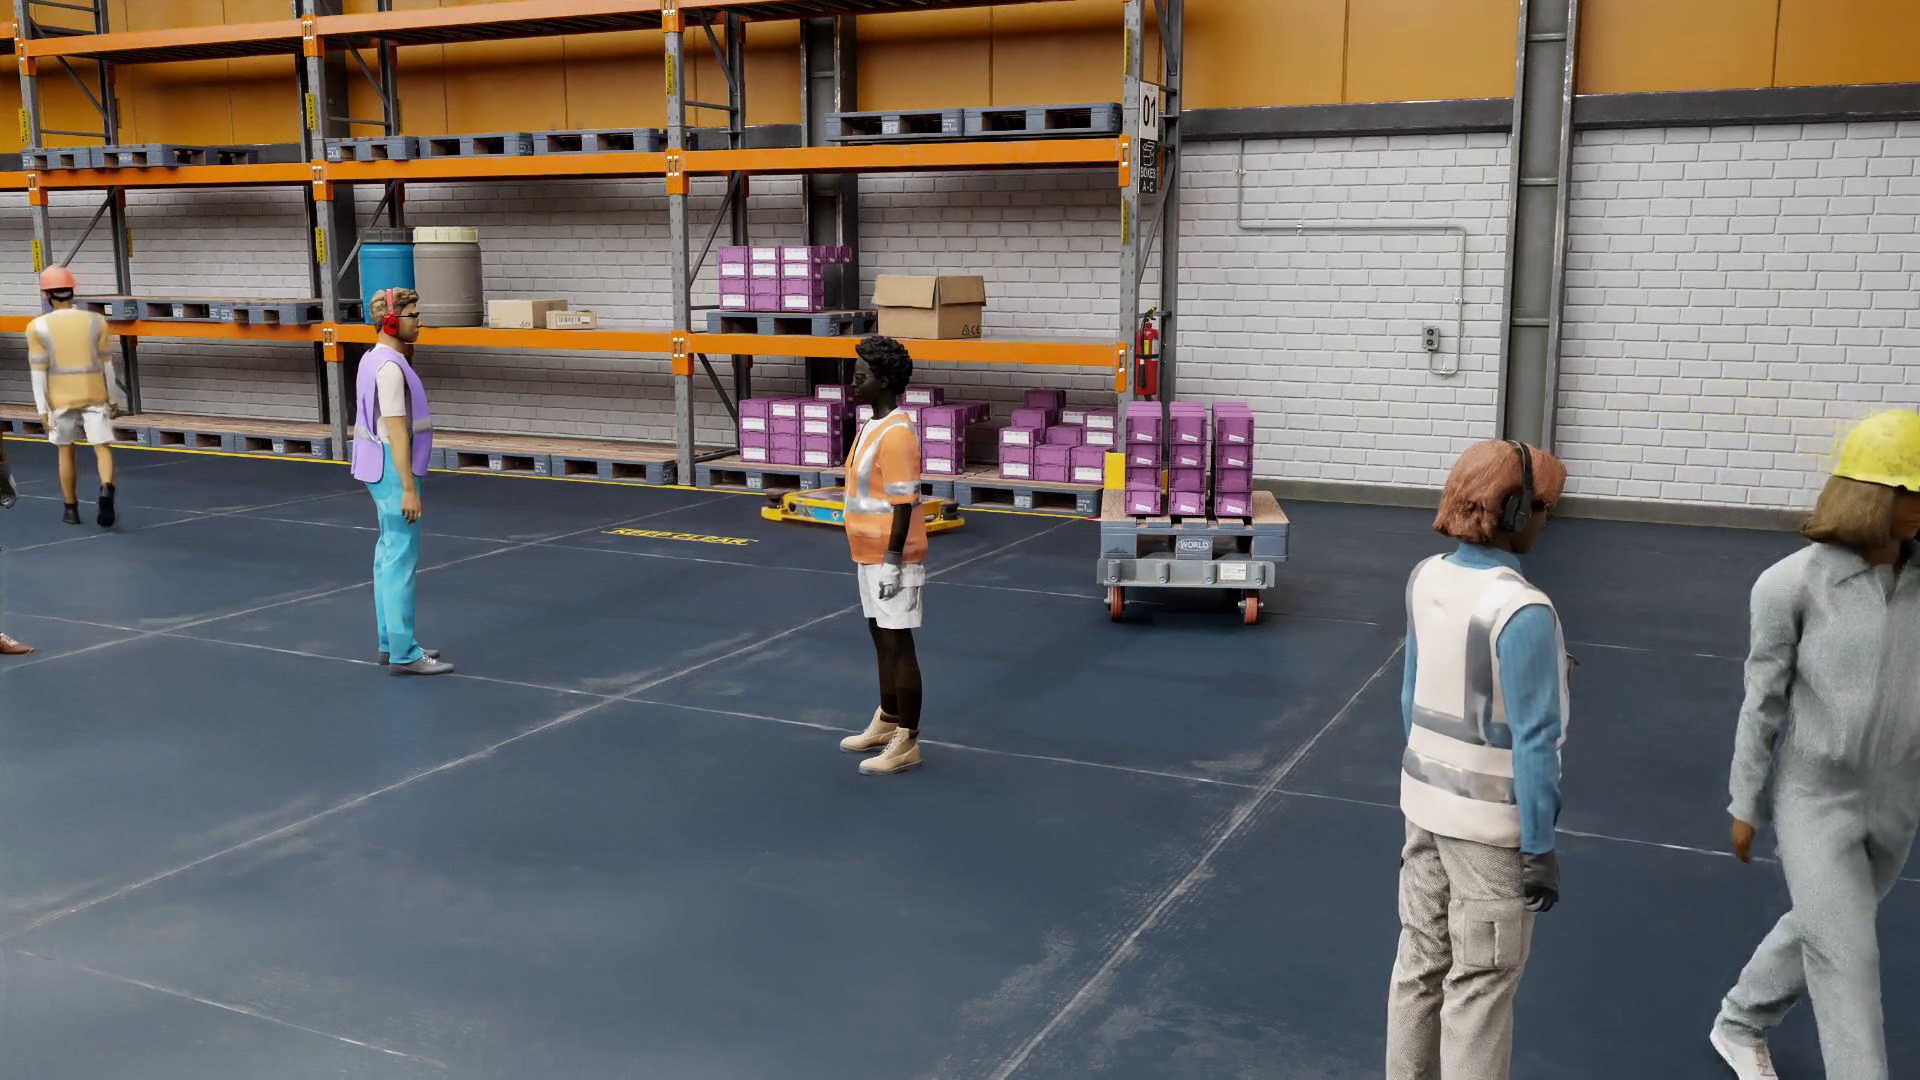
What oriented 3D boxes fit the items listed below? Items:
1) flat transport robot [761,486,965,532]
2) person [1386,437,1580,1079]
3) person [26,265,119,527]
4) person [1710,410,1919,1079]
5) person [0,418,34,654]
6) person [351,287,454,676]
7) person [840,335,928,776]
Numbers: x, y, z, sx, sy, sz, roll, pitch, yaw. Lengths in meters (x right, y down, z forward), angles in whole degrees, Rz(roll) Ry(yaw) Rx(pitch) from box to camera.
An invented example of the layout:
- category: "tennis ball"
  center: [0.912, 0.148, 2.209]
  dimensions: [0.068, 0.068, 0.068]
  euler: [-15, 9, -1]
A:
- category: "flat transport robot"
  center: [-0.722, -0.225, 12.163]
  dimensions: [1.431, 0.197, 0.652]
  euler: [8, 13, 38]
- category: "person"
  center: [1.092, 0.602, 3.516]
  dimensions: [0.310, 1.640, 0.514]
  euler: [-2, 10, -13]
- category: "person"
  center: [-6.414, -1.031, 12.071]
  dimensions: [0.578, 1.915, 0.801]
  euler: [-6, 12, -31]
- category: "person"
  center: [1.940, 0.554, 3.625]
  dimensions: [0.506, 1.696, 0.911]
  euler: [-1, 10, -8]
- category: "person"
  center: [-4.824, -0.308, 8.110]
  dimensions: [0.352, 1.862, 0.515]
  euler: [2, 10, 9]
- category: "person"
  center: [-2.696, -0.276, 7.943]
  dimensions: [0.390, 1.847, 0.563]
  euler: [-5, 11, -26]
- category: "person"
  center: [-0.296, 0.057, 6.471]
  dimensions: [0.318, 1.697, 0.535]
  euler: [-3, 10, -16]
